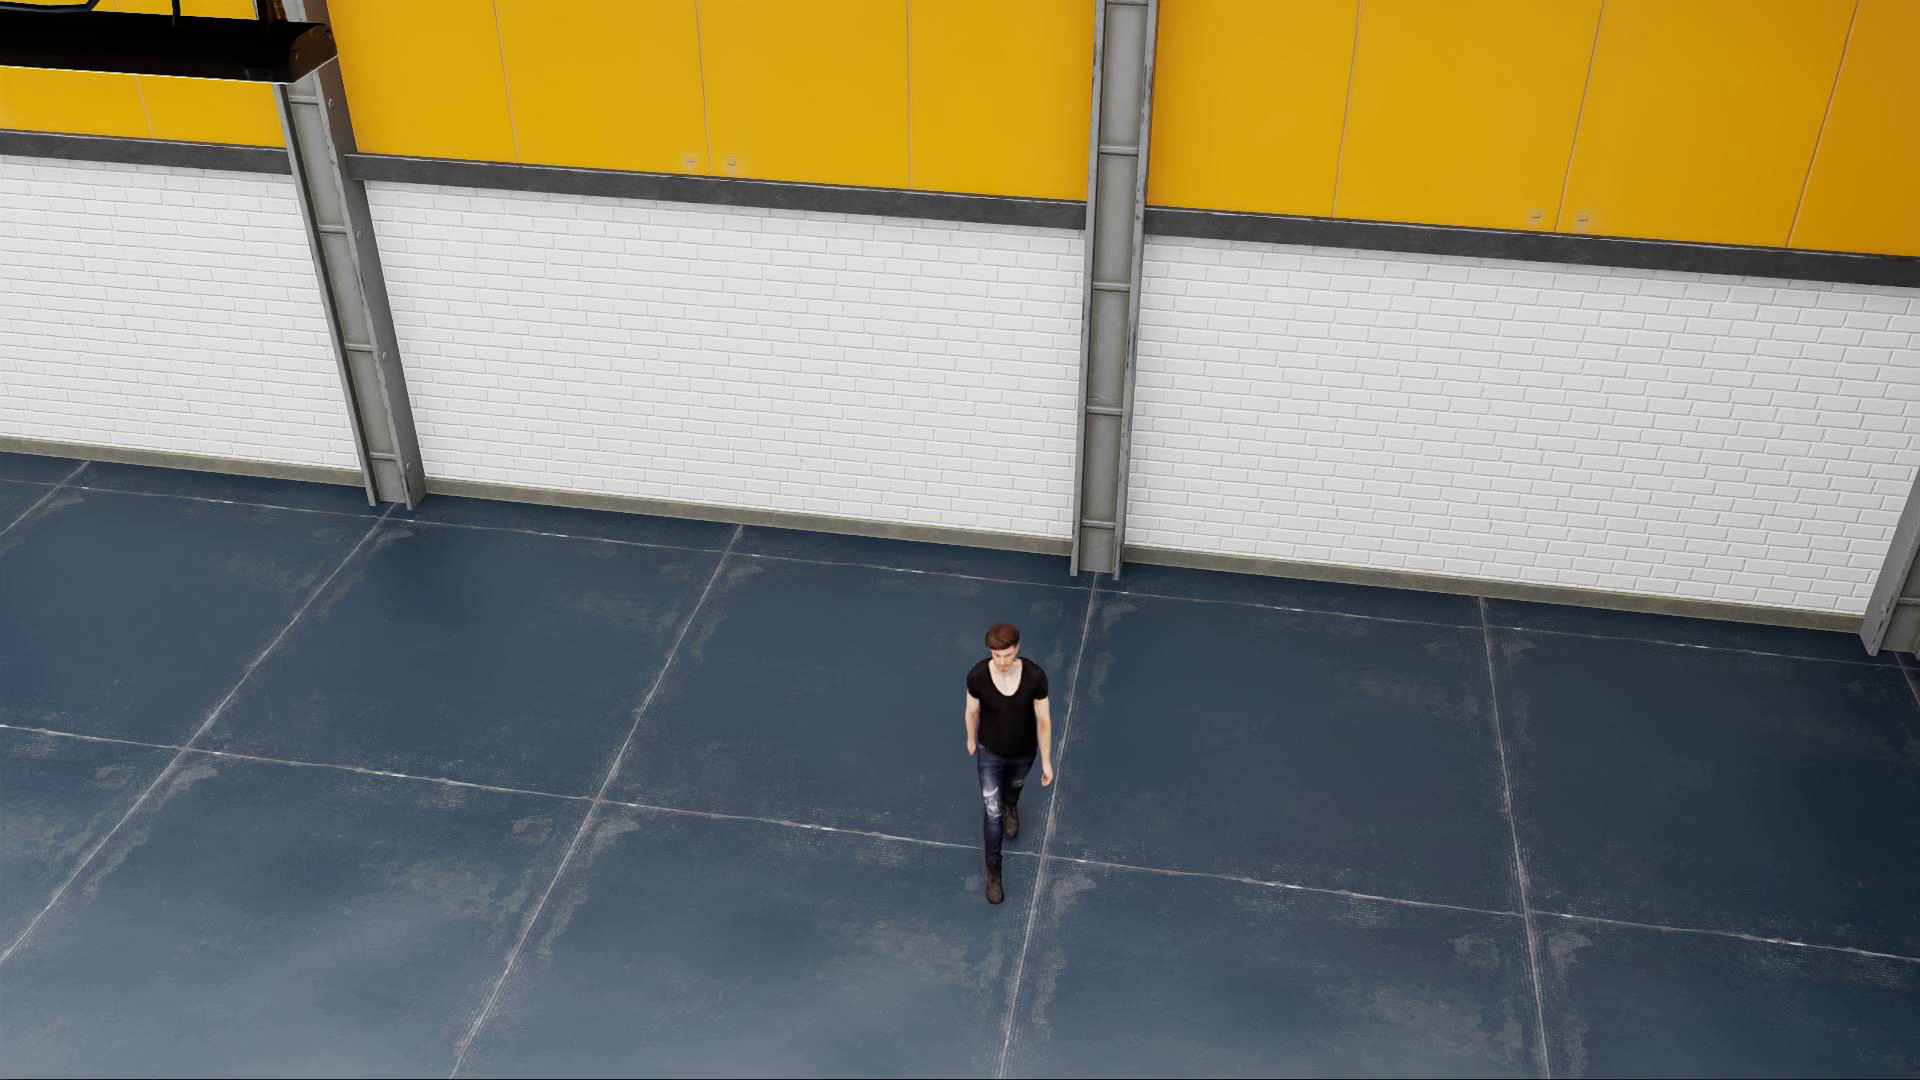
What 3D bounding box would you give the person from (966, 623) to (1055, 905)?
[{"bbox_3d":[0.298,1.205,10.214,1.205,1.853,0.922,-2,34,-3],"label":"person"}]
